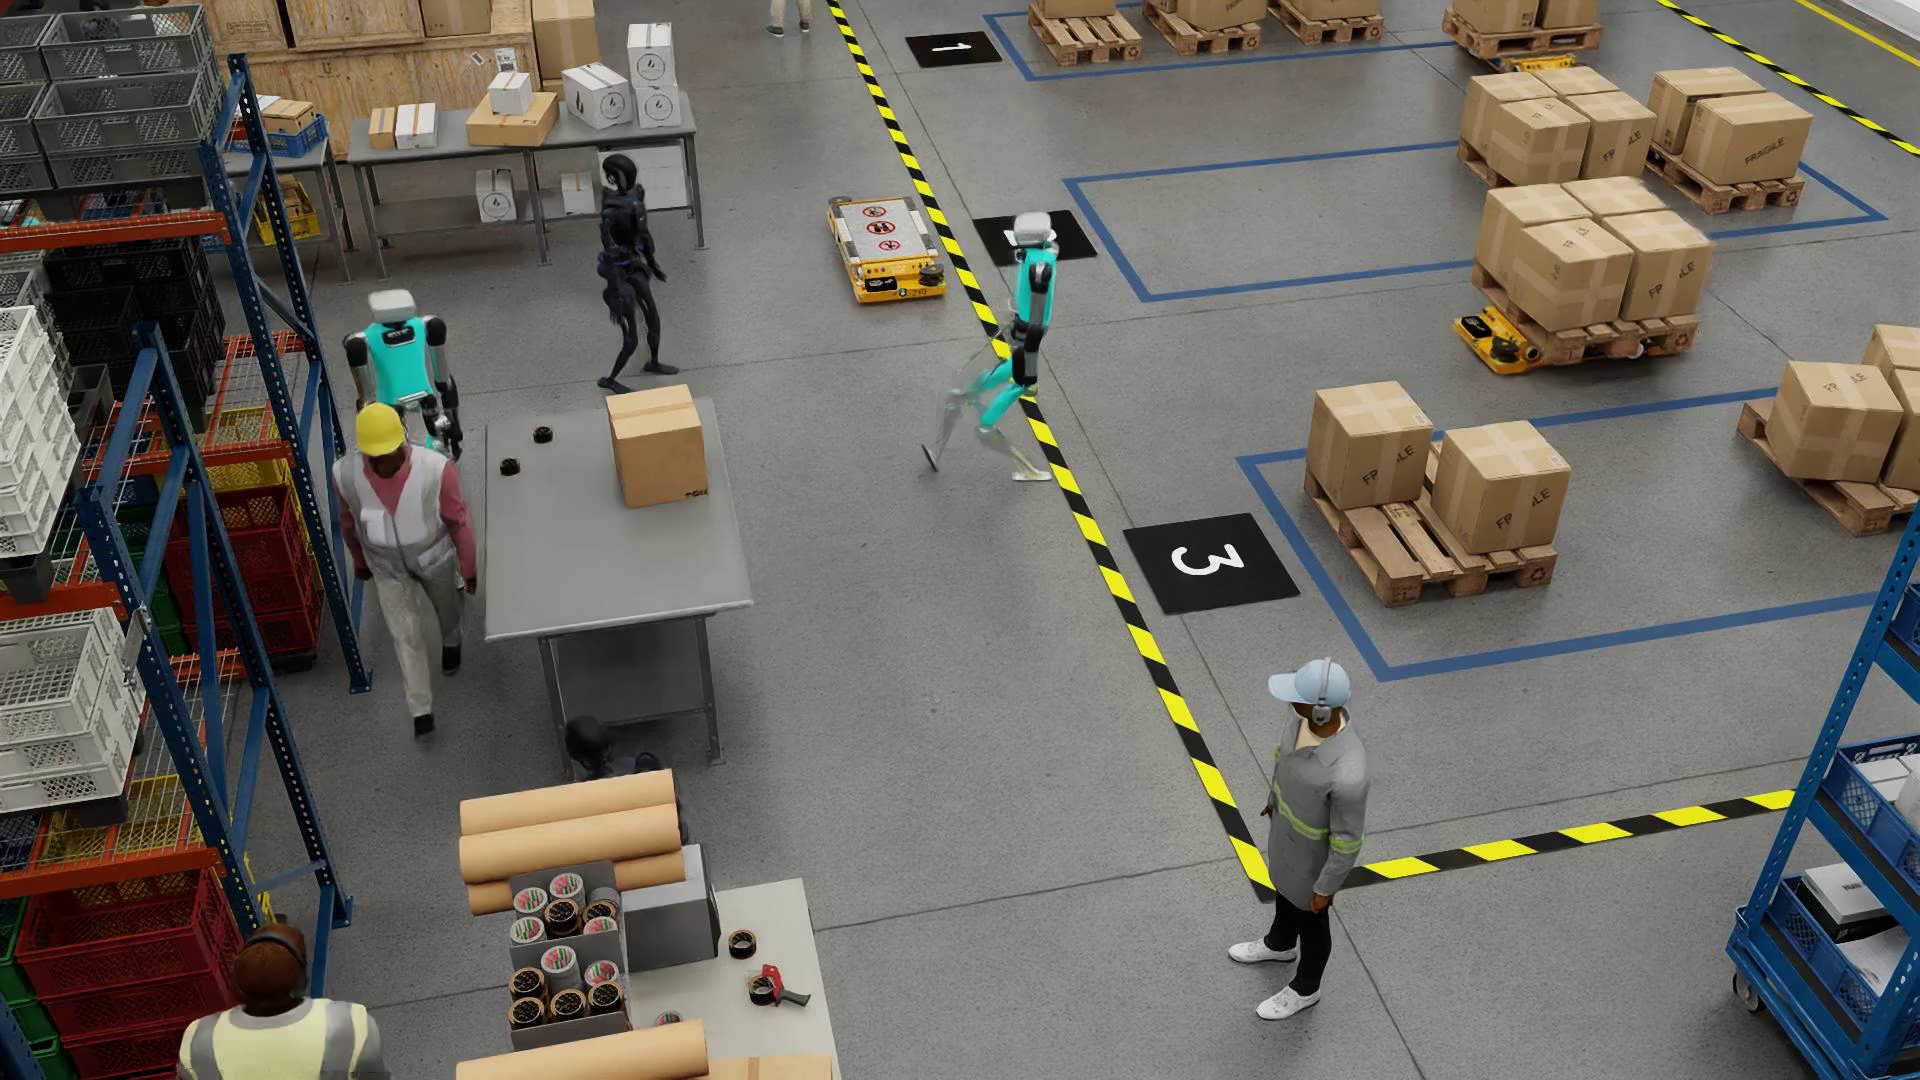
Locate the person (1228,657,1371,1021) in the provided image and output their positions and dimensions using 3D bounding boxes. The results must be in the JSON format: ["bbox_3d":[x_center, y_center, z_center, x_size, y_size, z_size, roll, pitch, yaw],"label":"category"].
[{"bbox_3d":[1.349,1.188,6.631,0.387,1.849,0.596,-8,37,-10],"label":"person"}]

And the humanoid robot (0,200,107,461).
[{"bbox_3d":[-5.488,-1.143,9.775,0.532,1.685,0.746,5,37,7],"label":"humanoid robot"}]

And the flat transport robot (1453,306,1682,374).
[{"bbox_3d":[4.228,-1.469,11.505,1.431,0.197,0.652,-8,37,-10],"label":"flat transport robot"}]

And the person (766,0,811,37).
[{"bbox_3d":[-1.698,-5.755,16.031,0.561,1.769,0.397,-16,40,-21],"label":"person"}]

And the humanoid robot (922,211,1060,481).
[{"bbox_3d":[0.103,-1.077,9.789,0.915,1.784,0.541,-1,37,-1],"label":"humanoid robot"}]

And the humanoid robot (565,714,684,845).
[{"bbox_3d":[-1.289,1.353,6.563,0.440,1.643,0.608,29,46,33],"label":"humanoid robot"}]

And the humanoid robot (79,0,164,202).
[{"bbox_3d":[-6.504,-3.428,12.975,0.340,1.649,0.600,-4,37,-5],"label":"humanoid robot"}]

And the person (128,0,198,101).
[{"bbox_3d":[-6.002,-3.441,12.774,0.614,1.944,0.402,27,45,32],"label":"person"}]

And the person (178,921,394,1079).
[{"bbox_3d":[-2.154,2.044,5.523,0.630,1.810,0.725,-7,37,-9],"label":"person"}]

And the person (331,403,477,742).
[{"bbox_3d":[-2.680,0.098,8.141,0.617,1.787,0.911,-7,37,-10],"label":"person"}]

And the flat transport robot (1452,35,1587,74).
[{"bbox_3d":[5.292,-4.619,15.739,0.652,0.197,1.431,-8,37,-10],"label":"flat transport robot"}]

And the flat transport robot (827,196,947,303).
[{"bbox_3d":[-0.570,-2.220,12.538,0.659,0.231,1.431,-8,37,-10],"label":"flat transport robot"}]

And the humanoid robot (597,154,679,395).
[{"bbox_3d":[-2.151,-1.714,10.685,0.417,1.636,0.600,10,38,13],"label":"humanoid robot"}]

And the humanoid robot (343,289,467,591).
[{"bbox_3d":[-2.865,-0.471,8.950,0.558,1.746,0.961,-23,42,-28],"label":"humanoid robot"}]
